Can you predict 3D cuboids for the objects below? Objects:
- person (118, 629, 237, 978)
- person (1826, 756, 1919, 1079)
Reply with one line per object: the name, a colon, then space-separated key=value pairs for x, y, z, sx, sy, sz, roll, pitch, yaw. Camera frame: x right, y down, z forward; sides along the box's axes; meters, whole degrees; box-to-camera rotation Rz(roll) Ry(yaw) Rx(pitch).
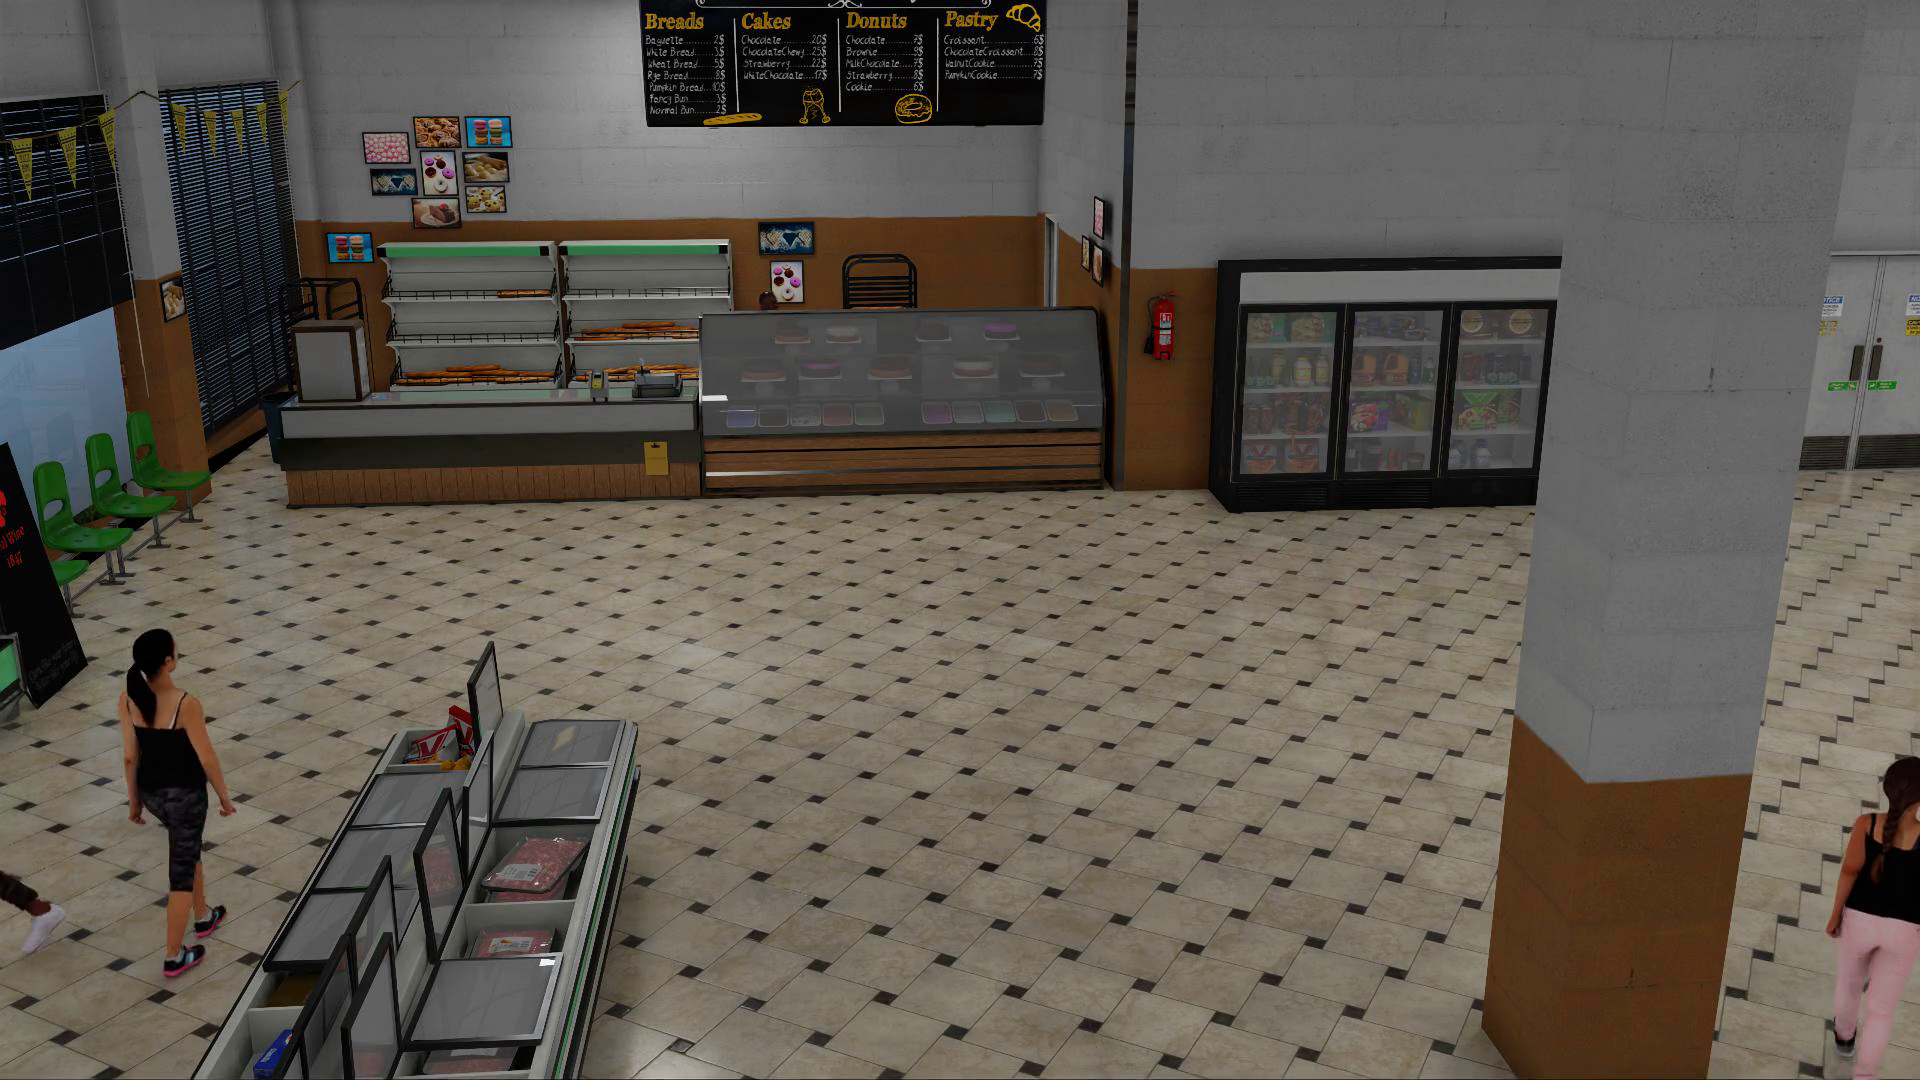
person: x=-3.800 y=1.286 z=7.925 sx=0.711 sy=1.709 sz=0.870 roll=3 pitch=17 yaw=9
person: x=3.838 y=1.672 z=6.953 sx=0.877 sy=1.535 sz=0.971 roll=11 pitch=20 yaw=33
